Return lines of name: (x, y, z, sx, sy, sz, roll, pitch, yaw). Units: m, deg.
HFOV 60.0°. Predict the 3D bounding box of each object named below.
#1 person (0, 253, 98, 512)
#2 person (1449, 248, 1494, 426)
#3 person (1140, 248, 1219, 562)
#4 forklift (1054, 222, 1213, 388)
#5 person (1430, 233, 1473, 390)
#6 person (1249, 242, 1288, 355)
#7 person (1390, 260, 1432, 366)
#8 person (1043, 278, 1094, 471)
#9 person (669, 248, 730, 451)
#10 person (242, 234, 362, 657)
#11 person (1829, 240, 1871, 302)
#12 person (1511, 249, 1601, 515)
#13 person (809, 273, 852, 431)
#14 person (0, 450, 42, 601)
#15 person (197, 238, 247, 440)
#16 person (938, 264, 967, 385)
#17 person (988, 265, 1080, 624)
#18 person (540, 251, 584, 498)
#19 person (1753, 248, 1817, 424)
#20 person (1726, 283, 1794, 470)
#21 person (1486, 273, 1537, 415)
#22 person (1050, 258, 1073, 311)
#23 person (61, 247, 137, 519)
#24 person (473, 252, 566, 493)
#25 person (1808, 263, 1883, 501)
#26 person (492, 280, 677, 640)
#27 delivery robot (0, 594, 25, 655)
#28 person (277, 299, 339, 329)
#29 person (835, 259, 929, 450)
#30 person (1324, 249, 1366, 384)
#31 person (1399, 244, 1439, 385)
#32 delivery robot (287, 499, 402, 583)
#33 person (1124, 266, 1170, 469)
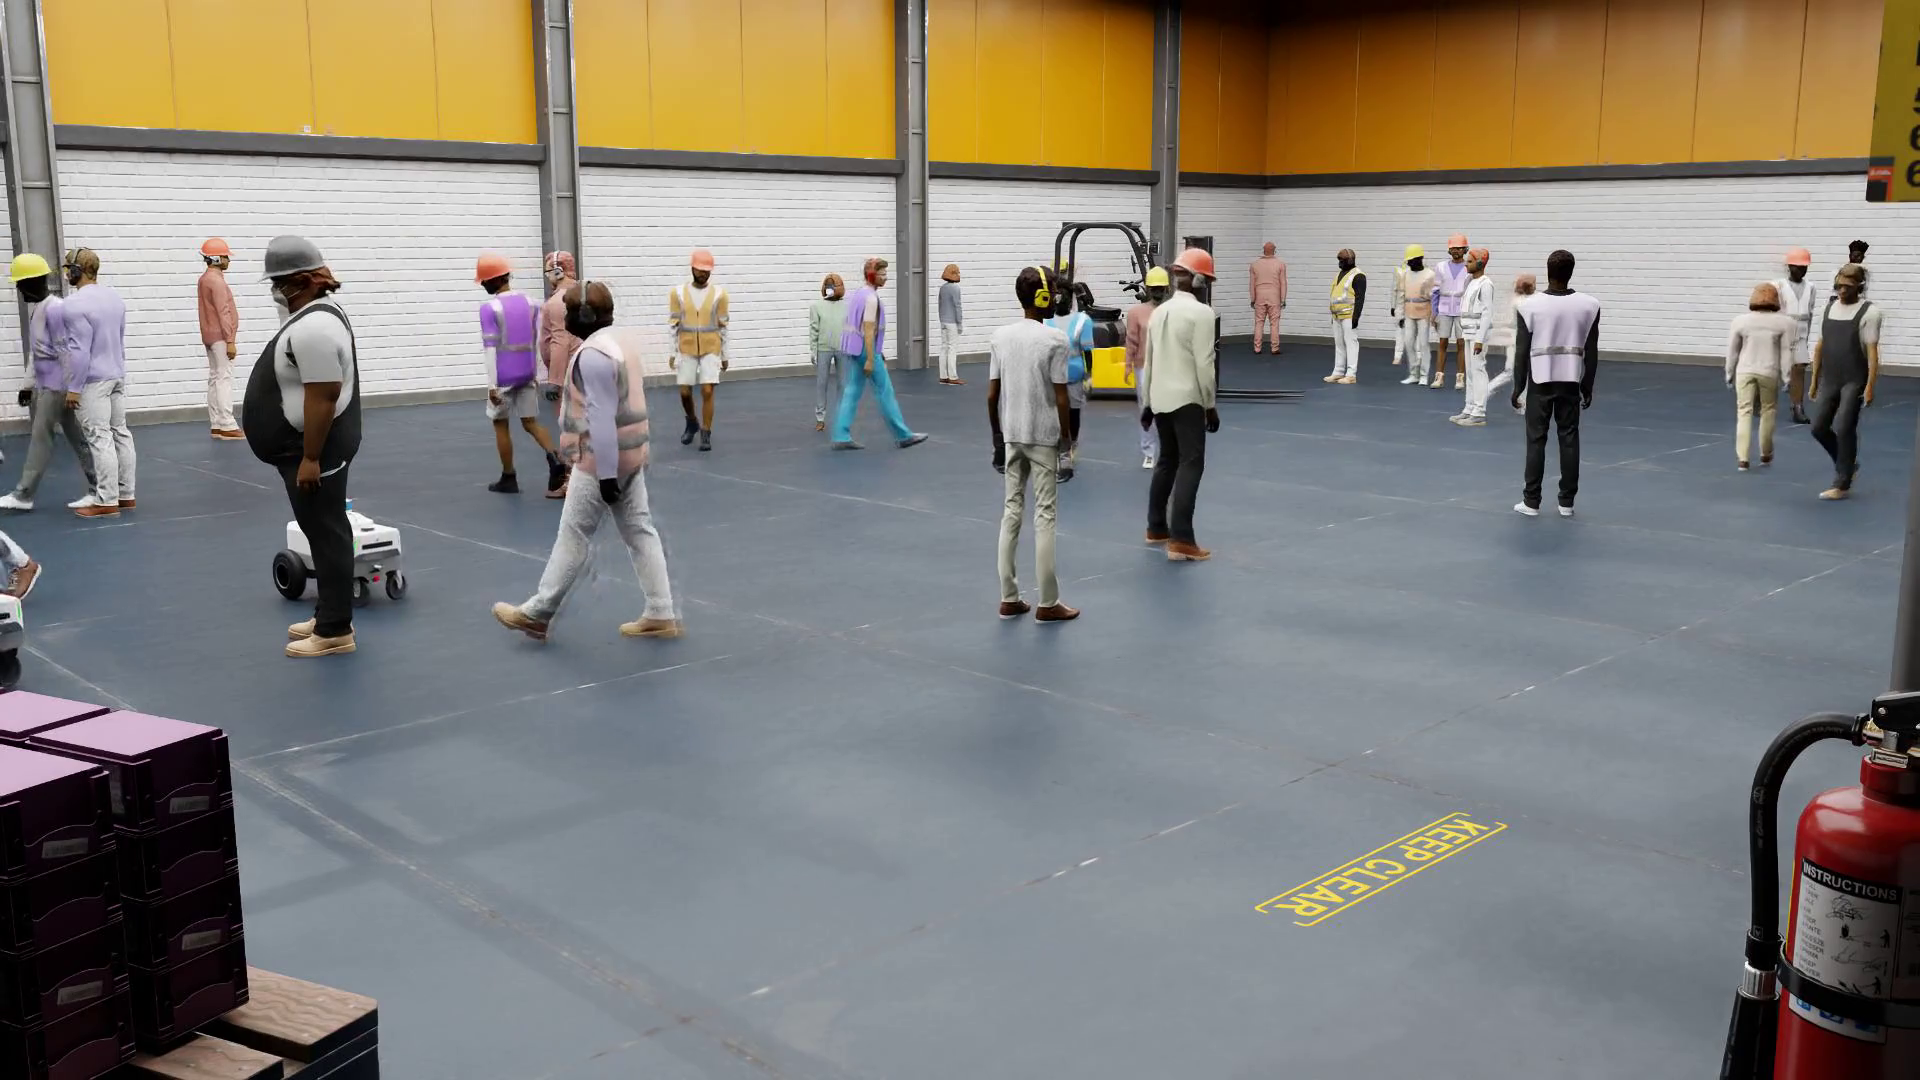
person: (-6.719, -1.134, 12.139, 0.889, 1.885, 0.597, -7, 12, -32)
person: (5.496, -2.160, 17.757, 0.355, 1.883, 0.573, 0, 10, 2)
person: (1.393, -0.871, 10.611, 0.566, 1.940, 0.819, -5, 12, -26)
forklift: (1.935, -2.847, 20.651, 2.313, 2.155, 1.214, 2, 11, 13)
person: (6.495, -2.992, 21.851, 0.605, 2.045, 0.381, 5, 12, 27)
person: (5.255, -4.110, 28.310, 0.651, 1.913, 0.409, 5, 11, 25)
person: (7.026, -3.638, 25.924, 0.633, 1.842, 0.429, 3, 11, 17)
person: (0.888, -1.427, 14.332, 0.532, 1.669, 0.775, 1, 10, 7)
person: (-2.453, -1.791, 15.685, 0.577, 1.907, 0.649, -1, 10, -5)
person: (-3.180, -0.462, 8.062, 0.537, 2.000, 0.680, -3, 11, -18)
person: (11.393, -2.855, 21.327, 0.601, 1.961, 0.372, -3, 11, -17)
person: (4.289, -1.124, 12.014, 0.591, 1.917, 0.392, 1, 10, 4)
person: (-1.311, -1.947, 17.275, 0.501, 1.631, 0.287, -1, 10, -8)
person: (-5.396, -0.520, 8.935, 0.561, 1.836, 0.452, 7, 13, 35)
person: (-7.340, -1.991, 16.526, 0.375, 1.995, 0.611, -9, 13, -39)
person: (-0.120, -2.924, 22.594, 0.284, 1.634, 0.498, -6, 12, -30)
person: (0.378, -0.495, 8.727, 0.514, 1.866, 0.332, 8, 13, 36)
person: (-3.036, -1.272, 12.861, 0.407, 1.904, 0.639, 2, 11, 11)
person: (9.030, -2.240, 18.185, 0.563, 1.899, 0.983, 0, 10, -1)
person: (6.974, -1.426, 14.510, 0.528, 1.601, 0.745, 6, 12, 29)
person: (6.164, -2.177, 18.612, 0.770, 1.605, 0.516, 1, 10, 7)
person: (1.262, -2.858, 21.997, 0.769, 1.727, 0.517, 0, 10, 1)
person: (-6.197, -1.121, 11.932, 0.370, 1.941, 0.627, 0, 10, 2)
person: (-3.422, -1.272, 12.888, 0.725, 1.898, 0.560, 8, 13, 36)
person: (6.797, -1.205, 12.735, 0.489, 1.815, 0.566, -6, 12, -30)
person: (-1.867, -0.382, 8.288, 0.941, 1.793, 0.651, 1, 10, 5)
delivery robot: (-4.547, 0.341, 7.483, 0.707, 0.478, 0.477, 7, 12, 33)
person: (-5.085, -1.278, 13.009, 0.559, 1.856, 0.397, 0, 10, -2)
person: (-0.772, -1.739, 15.672, 0.936, 1.792, 0.603, -4, 11, -19)
person: (5.279, -3.061, 22.801, 0.429, 1.838, 0.621, -4, 11, -20)
person: (6.189, -3.032, 22.473, 0.446, 1.899, 0.639, -7, 13, -34)
delivery robot: (-3.427, 0.017, 9.250, 0.707, 0.478, 0.477, 9, 14, 39)
person: (1.685, -1.479, 14.401, 0.535, 1.755, 0.403, 1, 10, 7)
